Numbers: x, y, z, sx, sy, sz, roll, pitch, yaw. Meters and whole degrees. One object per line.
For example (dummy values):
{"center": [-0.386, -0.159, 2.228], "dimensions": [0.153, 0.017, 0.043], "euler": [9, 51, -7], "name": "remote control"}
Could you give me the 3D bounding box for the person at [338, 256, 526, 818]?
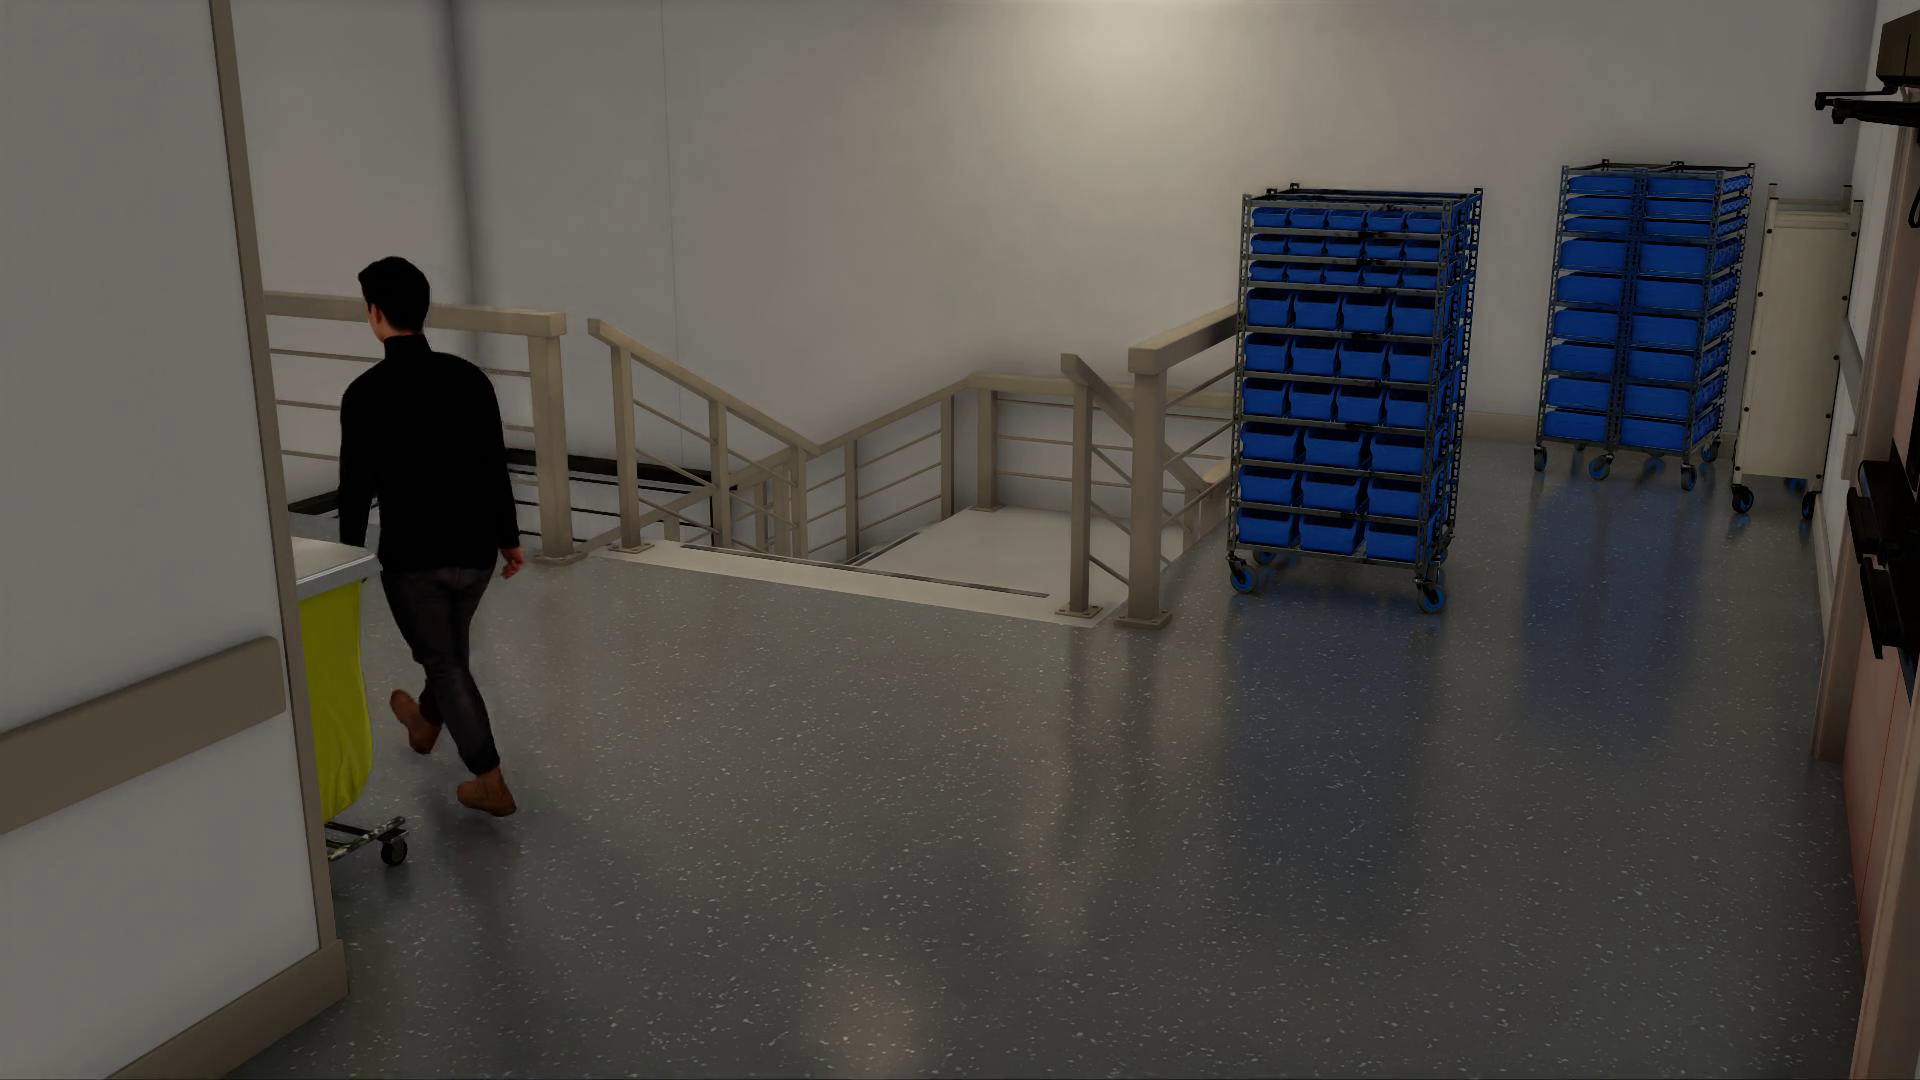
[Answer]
{"center": [-1.555, 0.034, 5.039], "dimensions": [0.936, 1.683, 1.106], "euler": [14, 21, 41], "name": "person"}
